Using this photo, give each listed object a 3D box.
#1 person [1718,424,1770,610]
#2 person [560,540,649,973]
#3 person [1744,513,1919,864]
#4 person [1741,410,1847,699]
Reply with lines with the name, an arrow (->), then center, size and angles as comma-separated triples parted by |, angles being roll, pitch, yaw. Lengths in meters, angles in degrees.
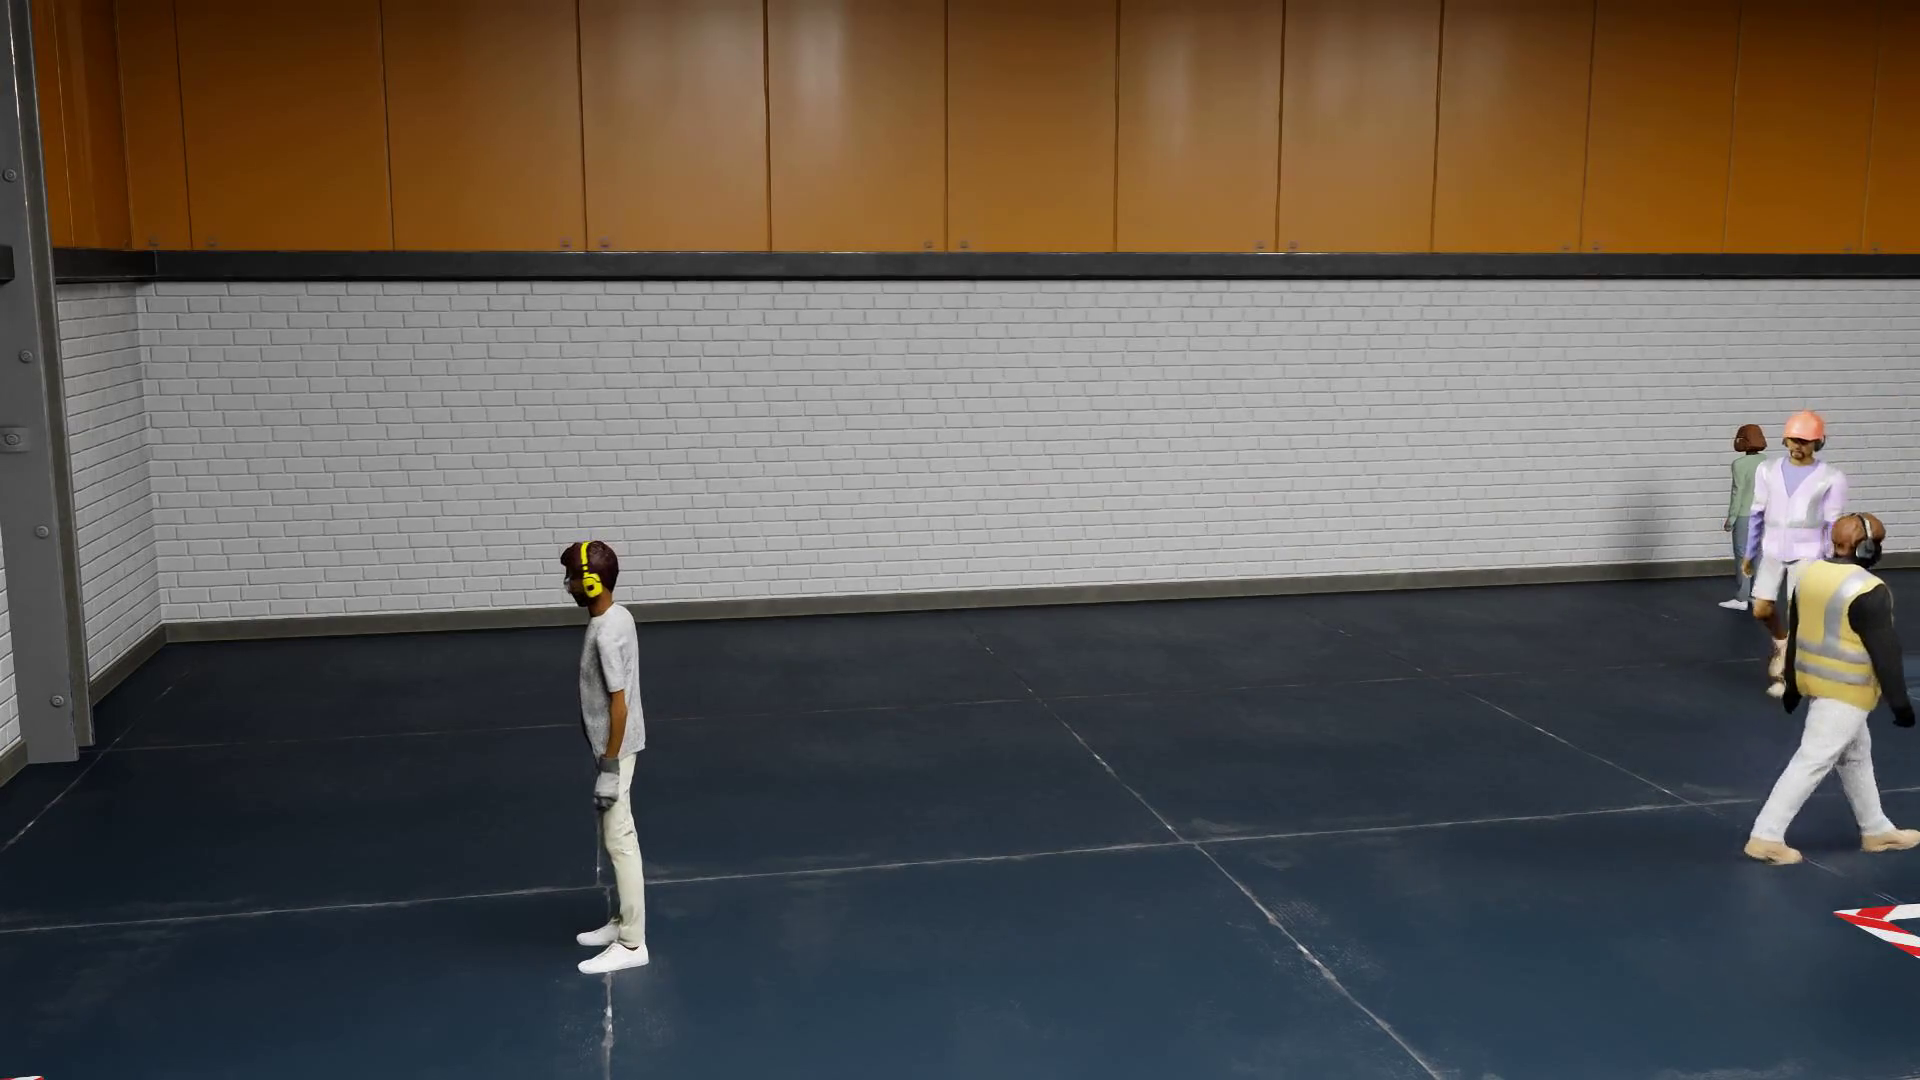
person -> 6.927, -0.202, 14.642 | 0.503, 1.632, 0.274 | -5, 11, -29
person -> -1.514, 0.920, 7.114 | 0.333, 1.865, 0.520 | -2, 9, -10
person -> 4.432, 0.753, 8.372 | 0.983, 1.792, 0.619 | 0, 9, 1
person -> 5.842, 0.092, 11.653 | 0.543, 2.028, 0.637 | -9, 13, -42
